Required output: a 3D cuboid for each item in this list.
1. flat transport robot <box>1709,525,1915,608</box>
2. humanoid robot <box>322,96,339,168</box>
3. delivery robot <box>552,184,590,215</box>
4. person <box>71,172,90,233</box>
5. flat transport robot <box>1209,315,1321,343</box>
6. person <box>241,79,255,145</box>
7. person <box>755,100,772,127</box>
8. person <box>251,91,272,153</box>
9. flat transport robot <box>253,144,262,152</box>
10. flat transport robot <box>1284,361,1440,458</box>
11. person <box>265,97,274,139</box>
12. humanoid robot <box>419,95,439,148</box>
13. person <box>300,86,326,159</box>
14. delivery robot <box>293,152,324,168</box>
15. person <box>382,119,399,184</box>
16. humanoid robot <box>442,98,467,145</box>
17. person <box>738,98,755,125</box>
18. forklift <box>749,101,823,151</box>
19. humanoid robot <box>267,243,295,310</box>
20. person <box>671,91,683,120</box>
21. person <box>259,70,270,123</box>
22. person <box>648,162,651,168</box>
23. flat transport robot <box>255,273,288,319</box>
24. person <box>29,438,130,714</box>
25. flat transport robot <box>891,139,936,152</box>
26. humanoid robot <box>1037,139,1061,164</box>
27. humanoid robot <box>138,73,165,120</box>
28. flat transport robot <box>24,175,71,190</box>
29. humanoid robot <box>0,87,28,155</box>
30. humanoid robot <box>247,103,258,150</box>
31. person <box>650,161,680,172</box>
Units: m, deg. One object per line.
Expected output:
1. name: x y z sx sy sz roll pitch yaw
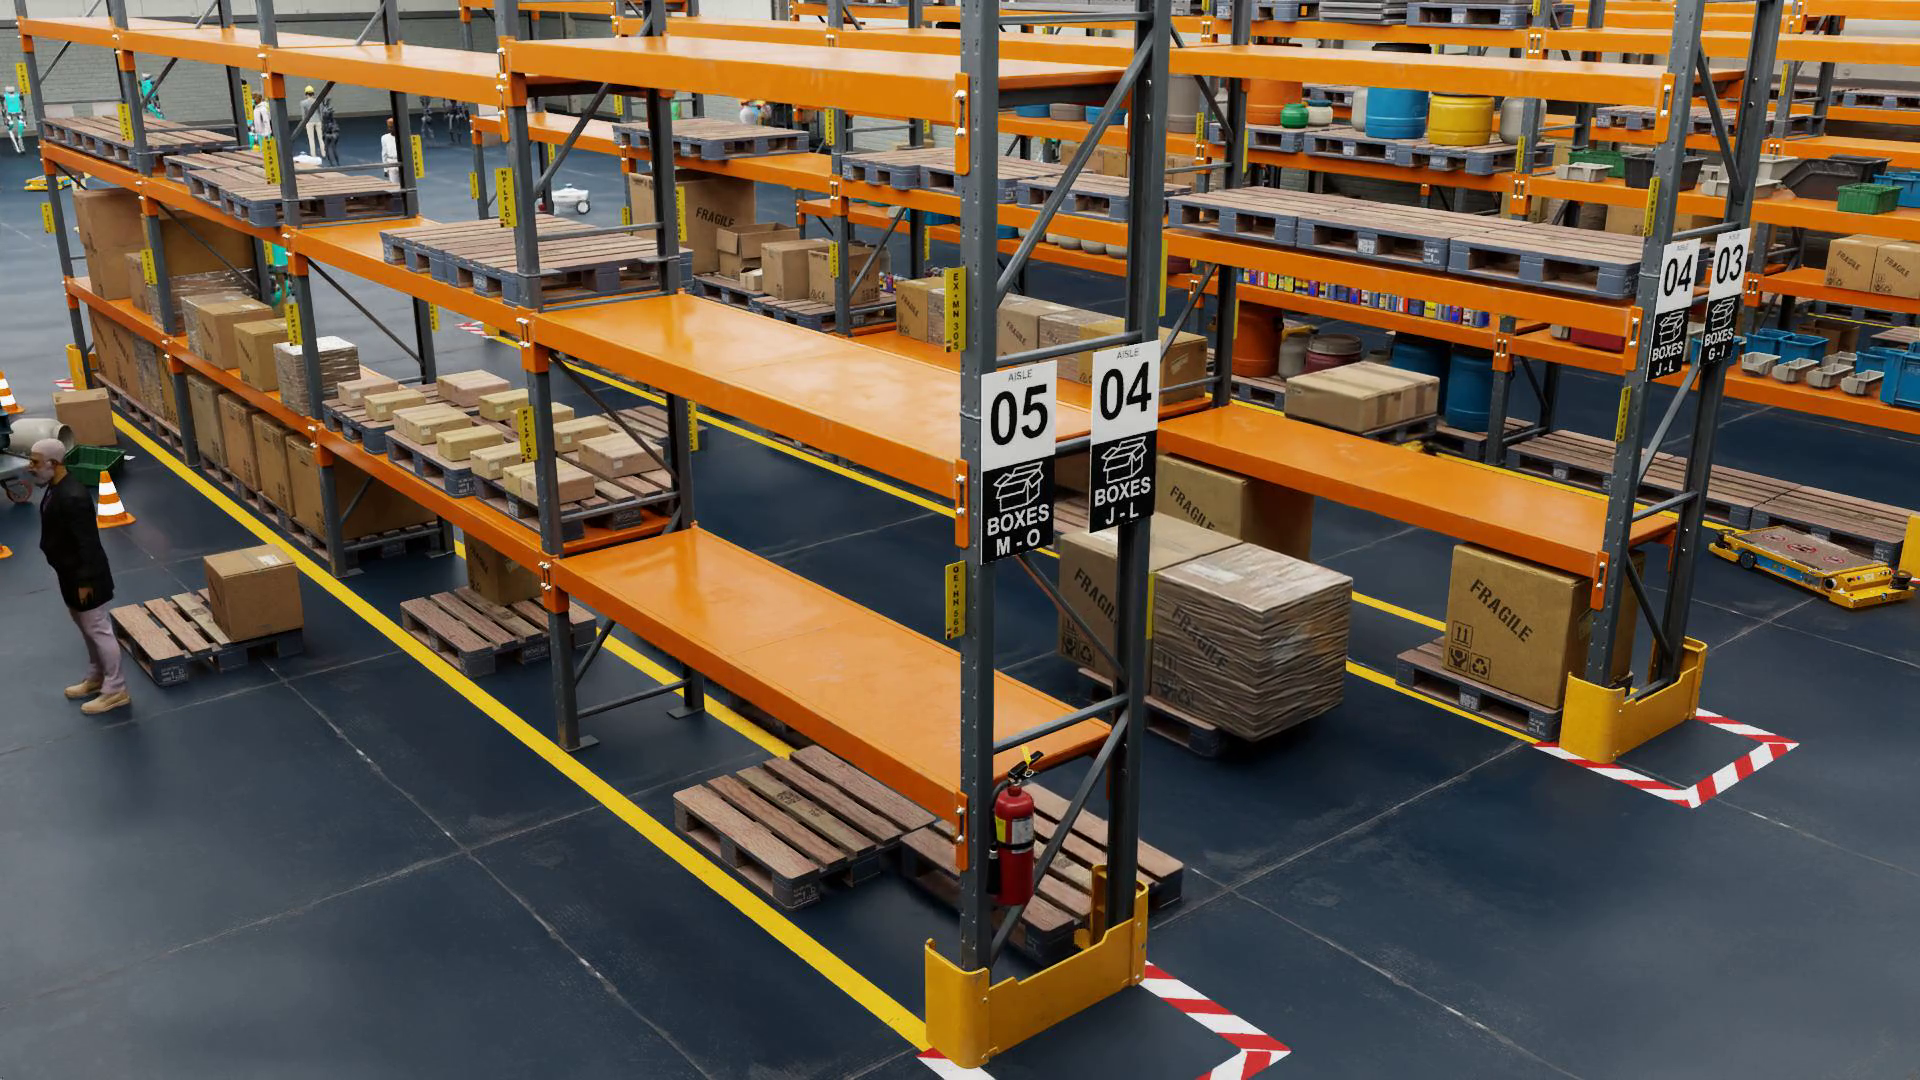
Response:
1. flat transport robot: 6.832 0.193 13.386 0.659 0.231 1.431 -8 21 -21
2. humanoid robot: -14.771 -9.549 38.981 0.589 1.655 0.354 15 24 36
3. delivery robot: -7.565 -6.610 32.309 0.790 0.589 0.499 -4 20 -12
4. person: -15.879 -6.485 29.948 0.383 1.890 0.542 -13 23 -33
5. flat transport robot: 3.996 -2.757 21.784 0.659 0.231 1.431 -14 24 -34
6. person: -17.961 -10.670 41.907 0.396 1.855 0.782 -8 21 -22
7. person: -4.421 -9.088 37.564 0.408 1.758 0.550 6 20 17
8. person: -15.668 -9.118 37.405 0.355 1.915 0.494 -16 25 -38
9. flat transport robot: -18.344 -9.856 41.985 1.431 0.231 0.659 2 19 7
10. flat transport robot: 4.017 -0.958 16.663 0.659 0.231 1.431 -15 24 -37
11. person: -18.527 -11.603 44.801 0.318 1.698 0.534 -10 22 -26
12. humanoid robot: -13.868 -11.019 43.176 0.481 1.645 0.596 -5 20 -14
13. person: -15.846 -10.216 40.753 0.524 1.768 0.313 -12 23 -30
14. delivery robot: -14.804 -8.472 37.641 0.814 0.611 0.499 -15 24 -36
15. person: -10.634 -7.023 31.490 0.579 1.882 0.340 2 19 6
16. humanoid robot: -13.307 -11.236 43.801 0.608 1.644 0.468 -2 20 -7
17. person: -4.780 -8.952 36.989 0.551 1.874 0.622 8 21 22
18. forklift: -4.526 -11.368 42.374 1.129 2.768 1.873 -15 24 -37
19. humanoid robot: -8.604 -3.194 20.796 0.656 1.782 0.532 8 21 22
20. person: -6.800 -9.792 39.311 0.505 1.924 1.010 -5 20 -14
21. person: -19.811 -12.688 47.645 0.400 1.870 0.493 9 21 24
22. person: -6.047 -7.556 33.215 0.313 1.741 0.481 7 21 20
23. flat transport robot: -9.040 -2.535 21.150 1.431 0.231 0.659 -2 19 -6
24. person: -5.780 0.220 10.916 0.404 1.854 0.544 -15 24 -37
25. flat transport robot: -0.981 -7.884 36.375 0.659 0.231 1.431 -8 21 -22
26. humanoid robot: 1.739 -7.866 34.126 0.671 1.809 0.545 -8 21 -22
27. humanoid robot: -22.152 -11.979 45.868 0.544 1.752 1.043 5 20 14
28. flat transport robot: -19.621 -7.752 35.999 0.659 0.231 1.431 -2 19 -5
29. humanoid robot: -23.485 -10.395 41.315 0.530 1.709 1.060 -13 23 -33
30. humanoid robot: -16.499 -9.323 38.373 0.548 1.866 0.708 -17 25 -39
31. person: -4.963 -5.942 28.291 0.612 1.963 0.361 10 22 27
